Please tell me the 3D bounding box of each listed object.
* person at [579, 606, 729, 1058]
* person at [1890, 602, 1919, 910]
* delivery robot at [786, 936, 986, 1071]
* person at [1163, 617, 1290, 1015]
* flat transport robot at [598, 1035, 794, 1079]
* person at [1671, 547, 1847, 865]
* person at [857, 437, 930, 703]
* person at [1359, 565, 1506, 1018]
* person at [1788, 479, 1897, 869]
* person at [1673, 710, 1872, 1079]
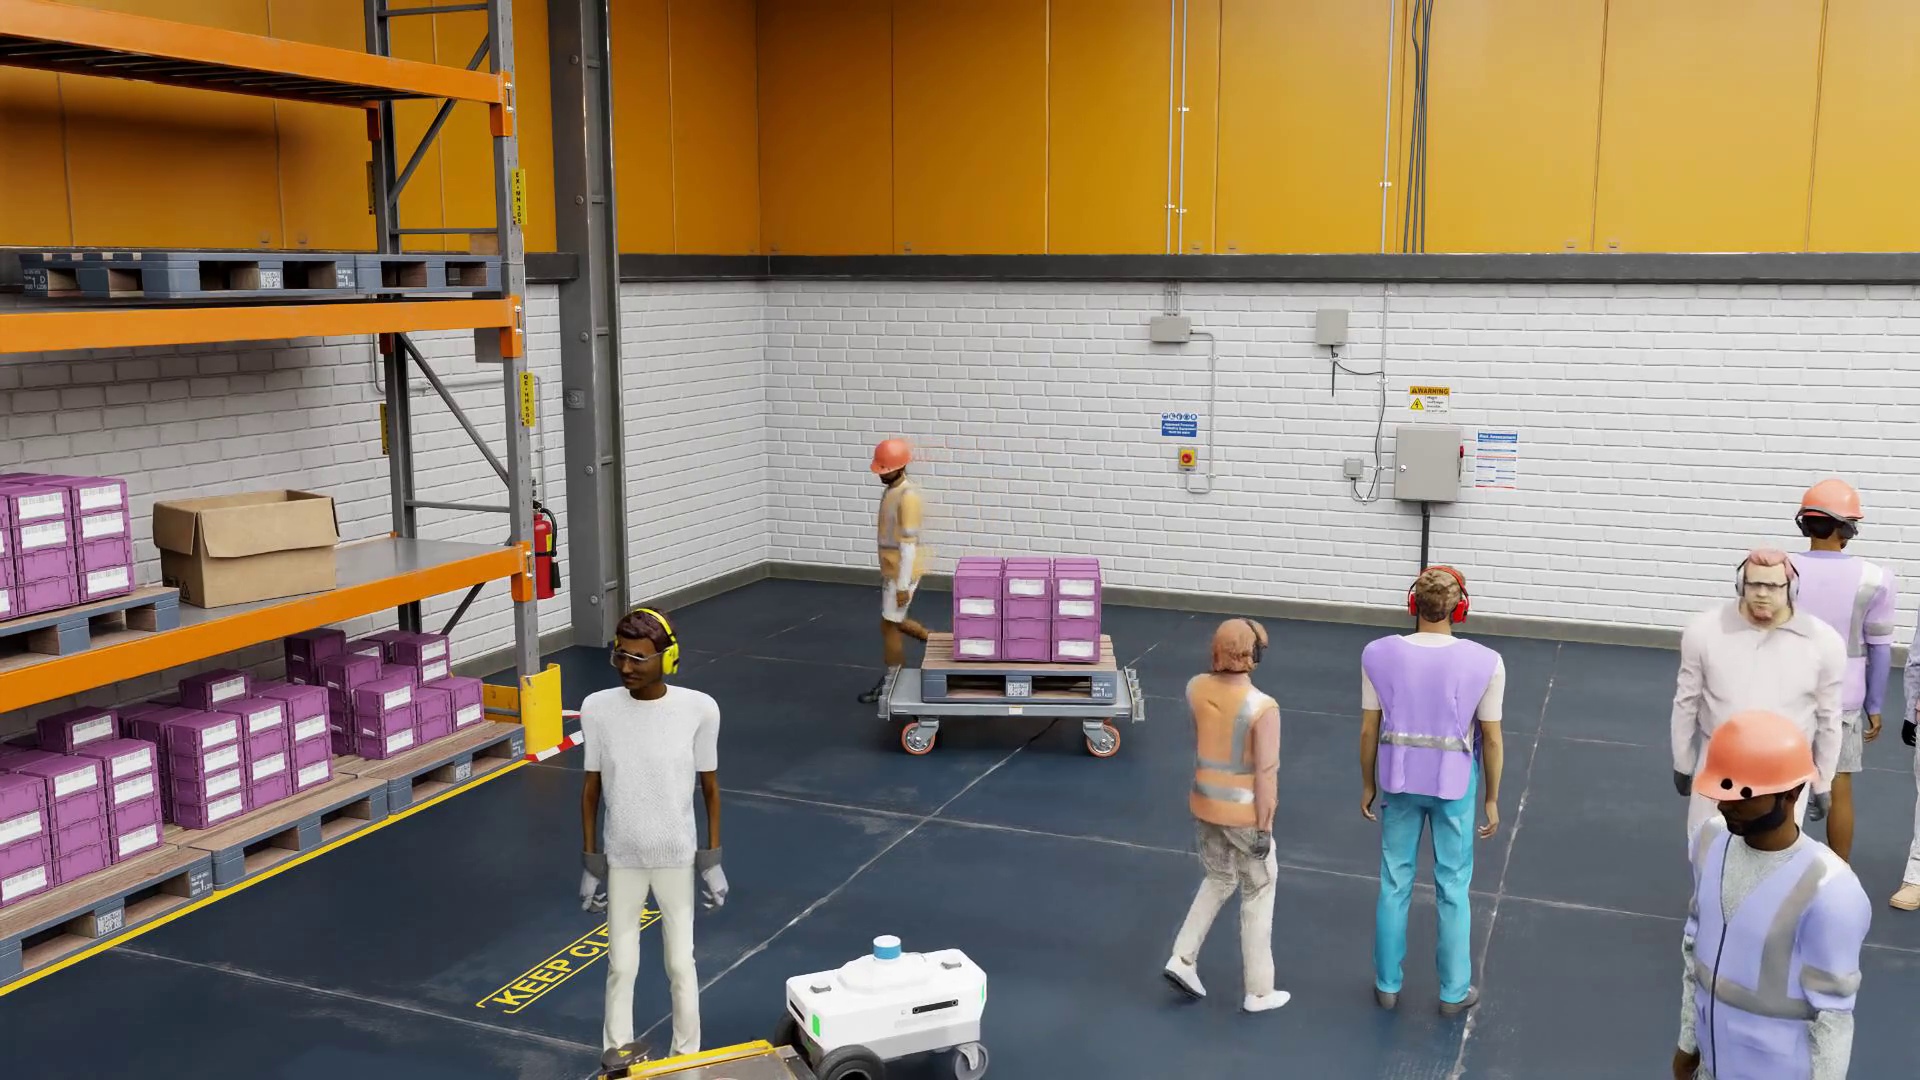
[{"bbox_3d":[-1.083,1.148,5.872,0.521,1.863,0.335,-1,9,-3],"label":"person"},{"bbox_3d":[4.679,0.859,7.684,0.429,1.845,0.621,-9,13,-43],"label":"person"},{"bbox_3d":[-0.267,1.707,6.146,0.707,0.478,0.477,-4,10,-24],"label":"delivery robot"},{"bbox_3d":[1.097,1.115,6.796,0.507,1.618,0.530,-7,12,-36],"label":"person"},{"bbox_3d":[-0.722,2.004,5.491,0.652,0.197,1.431,-4,10,-24],"label":"flat transport robot"},{"bbox_3d":[3.352,0.946,7.027,0.649,1.890,0.646,5,11,28],"label":"person"},{"bbox_3d":[-0.329,0.213,11.481,0.691,1.886,0.588,-2,10,-14],"label":"person"},{"bbox_3d":[1.888,1.016,6.713,0.565,1.846,0.388,4,10,23],"label":"person"},{"bbox_3d":[4.045,0.727,7.878,0.609,2.040,0.394,5,10,27],"label":"person"},{"bbox_3d":[2.061,1.372,4.358,0.421,1.920,0.544,-2,10,-14],"label":"person"}]
